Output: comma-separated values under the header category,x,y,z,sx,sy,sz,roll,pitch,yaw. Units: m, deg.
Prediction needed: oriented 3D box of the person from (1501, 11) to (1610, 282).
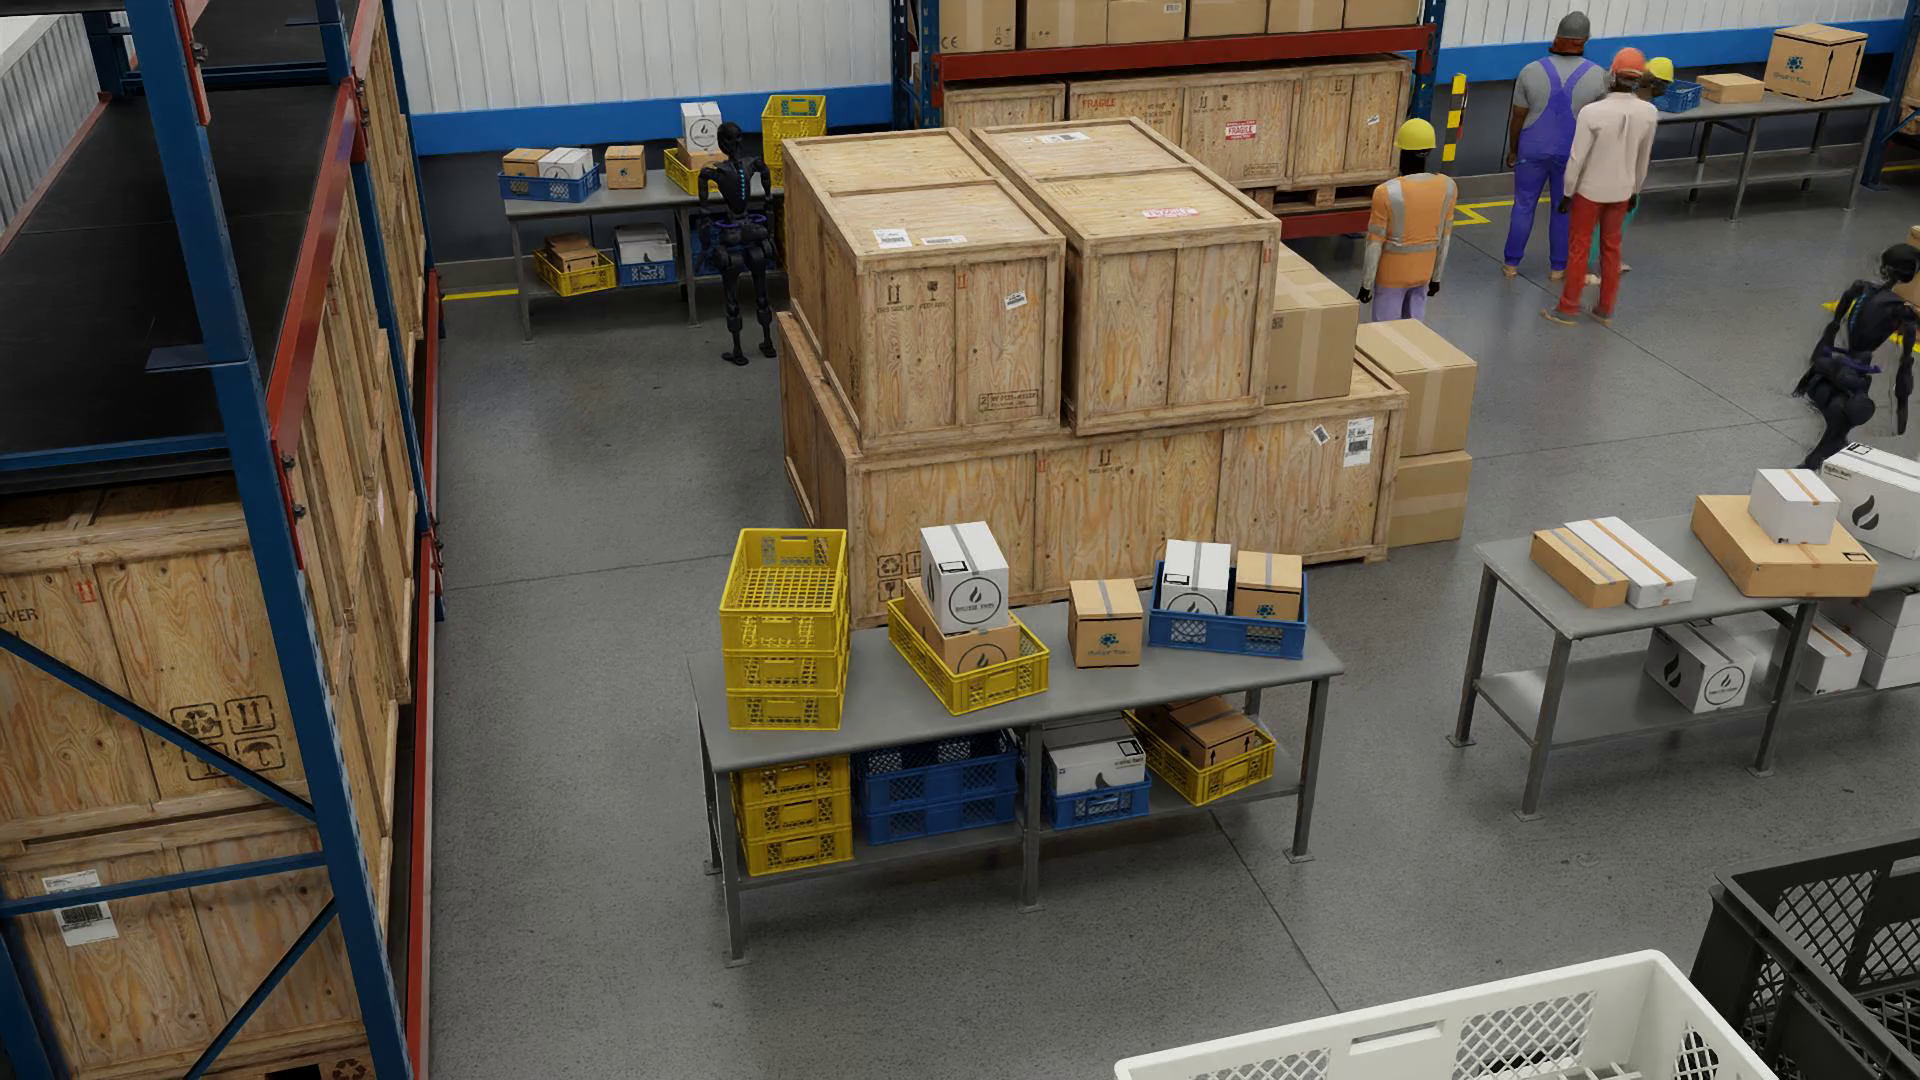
category,x,y,z,sx,sy,sz,roll,pitch,yaw
person,4.543,-3.014,12.752,0.684,2.000,0.536,10,30,17

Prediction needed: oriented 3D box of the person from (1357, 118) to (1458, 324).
category,x,y,z,sx,sy,sz,roll,pitch,yaw
person,2.775,-1.684,10.469,0.586,1.919,0.398,-10,30,-18

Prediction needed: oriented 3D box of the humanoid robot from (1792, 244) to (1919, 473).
category,x,y,z,sx,sy,sz,roll,pitch,yaw
humanoid robot,4.939,-0.863,9.279,0.791,1.621,0.579,-5,29,-8

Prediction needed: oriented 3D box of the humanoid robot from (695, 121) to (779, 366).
category,x,y,z,sx,sy,sz,roll,pitch,yaw
humanoid robot,-1.510,-2.023,11.317,0.601,1.653,0.328,-17,33,-28

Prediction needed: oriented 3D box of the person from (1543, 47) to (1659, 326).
category,x,y,z,sx,sy,sz,roll,pitch,yaw
person,4.584,-2.485,11.865,0.642,1.976,0.407,-5,29,-10

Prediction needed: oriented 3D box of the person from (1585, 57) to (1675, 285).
category,x,y,z,sx,sy,sz,roll,pitch,yaw
person,5.071,-2.830,12.748,0.637,1.709,0.543,-2,29,-4
